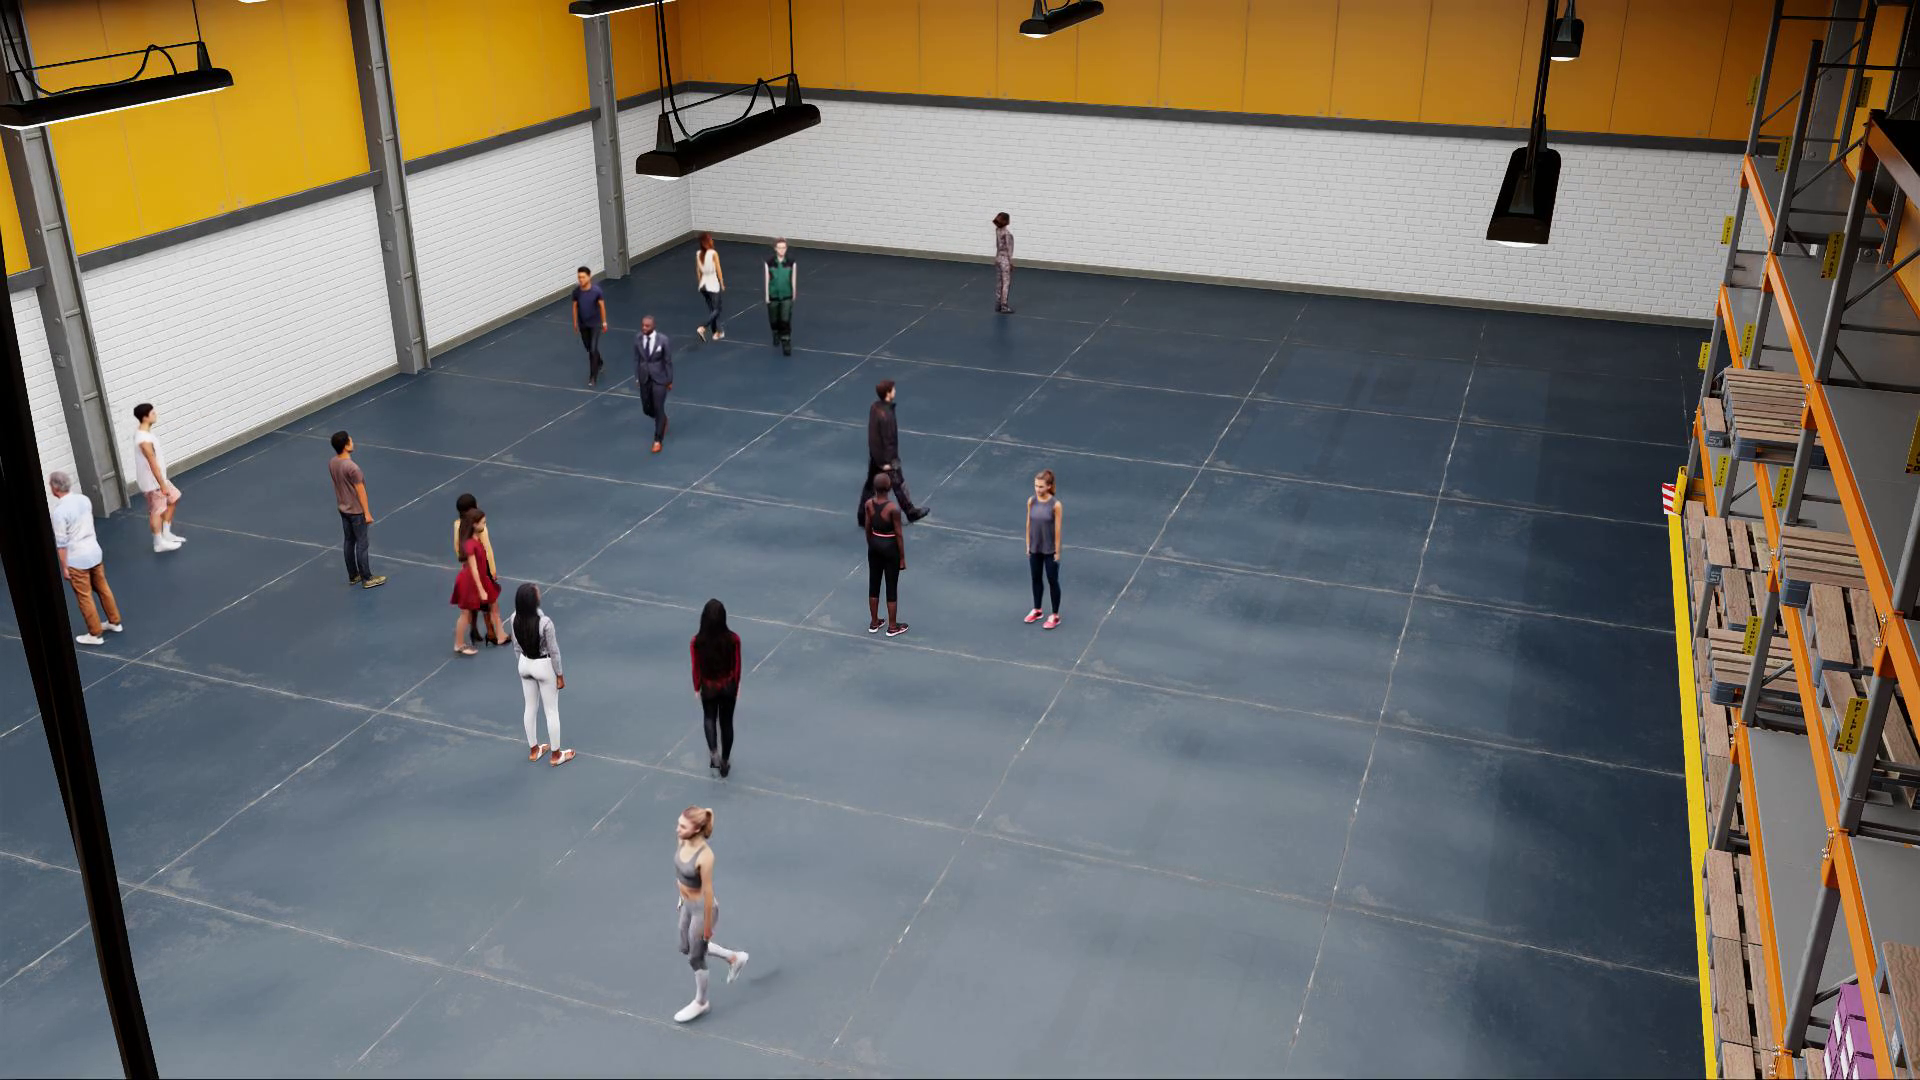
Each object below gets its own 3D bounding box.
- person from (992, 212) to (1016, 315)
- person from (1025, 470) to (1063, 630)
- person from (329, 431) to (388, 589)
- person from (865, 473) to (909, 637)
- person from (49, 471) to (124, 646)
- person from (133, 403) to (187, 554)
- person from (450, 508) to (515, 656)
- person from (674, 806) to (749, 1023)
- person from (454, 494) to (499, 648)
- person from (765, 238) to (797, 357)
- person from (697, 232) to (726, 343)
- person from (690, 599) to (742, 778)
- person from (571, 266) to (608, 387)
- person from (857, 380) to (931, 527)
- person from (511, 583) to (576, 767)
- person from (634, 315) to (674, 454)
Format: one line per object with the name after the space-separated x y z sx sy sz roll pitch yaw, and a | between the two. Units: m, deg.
0.739 -4.703 28.154 0.740 1.713 0.684 -12 26 -25 | person
0.881 0.085 17.187 0.589 1.725 0.587 14 27 29 | person
-6.614 -0.339 18.087 0.680 1.779 0.633 16 28 32 | person
-0.787 0.134 17.032 0.618 1.758 0.565 12 26 26 | person
-8.904 0.165 16.884 0.770 1.819 0.566 5 24 11 | person
-9.248 -0.680 18.874 0.865 1.775 0.809 -12 26 -25 | person
-4.947 0.428 16.657 0.872 1.519 0.929 0 24 0 | person
-1.753 2.554 11.575 0.955 1.695 0.853 -15 28 -31 | person
-4.878 0.303 16.778 0.581 1.653 0.533 10 25 21 | person
-2.820 -3.820 26.001 0.957 1.820 1.162 -3 24 -8 | person
-4.023 -3.981 26.439 0.725 1.764 0.940 15 28 30 | person
-2.085 1.327 14.440 0.683 1.648 0.708 -4 24 -8 | person
-5.469 -3.211 24.694 0.825 1.751 1.196 3 24 7 | person
-0.982 -0.972 19.515 1.211 1.797 1.155 -11 26 -23 | person
-3.726 1.171 14.704 0.607 1.723 0.507 10 26 22 | person
-4.055 -2.129 22.152 0.777 1.805 1.026 5 24 11 | person
